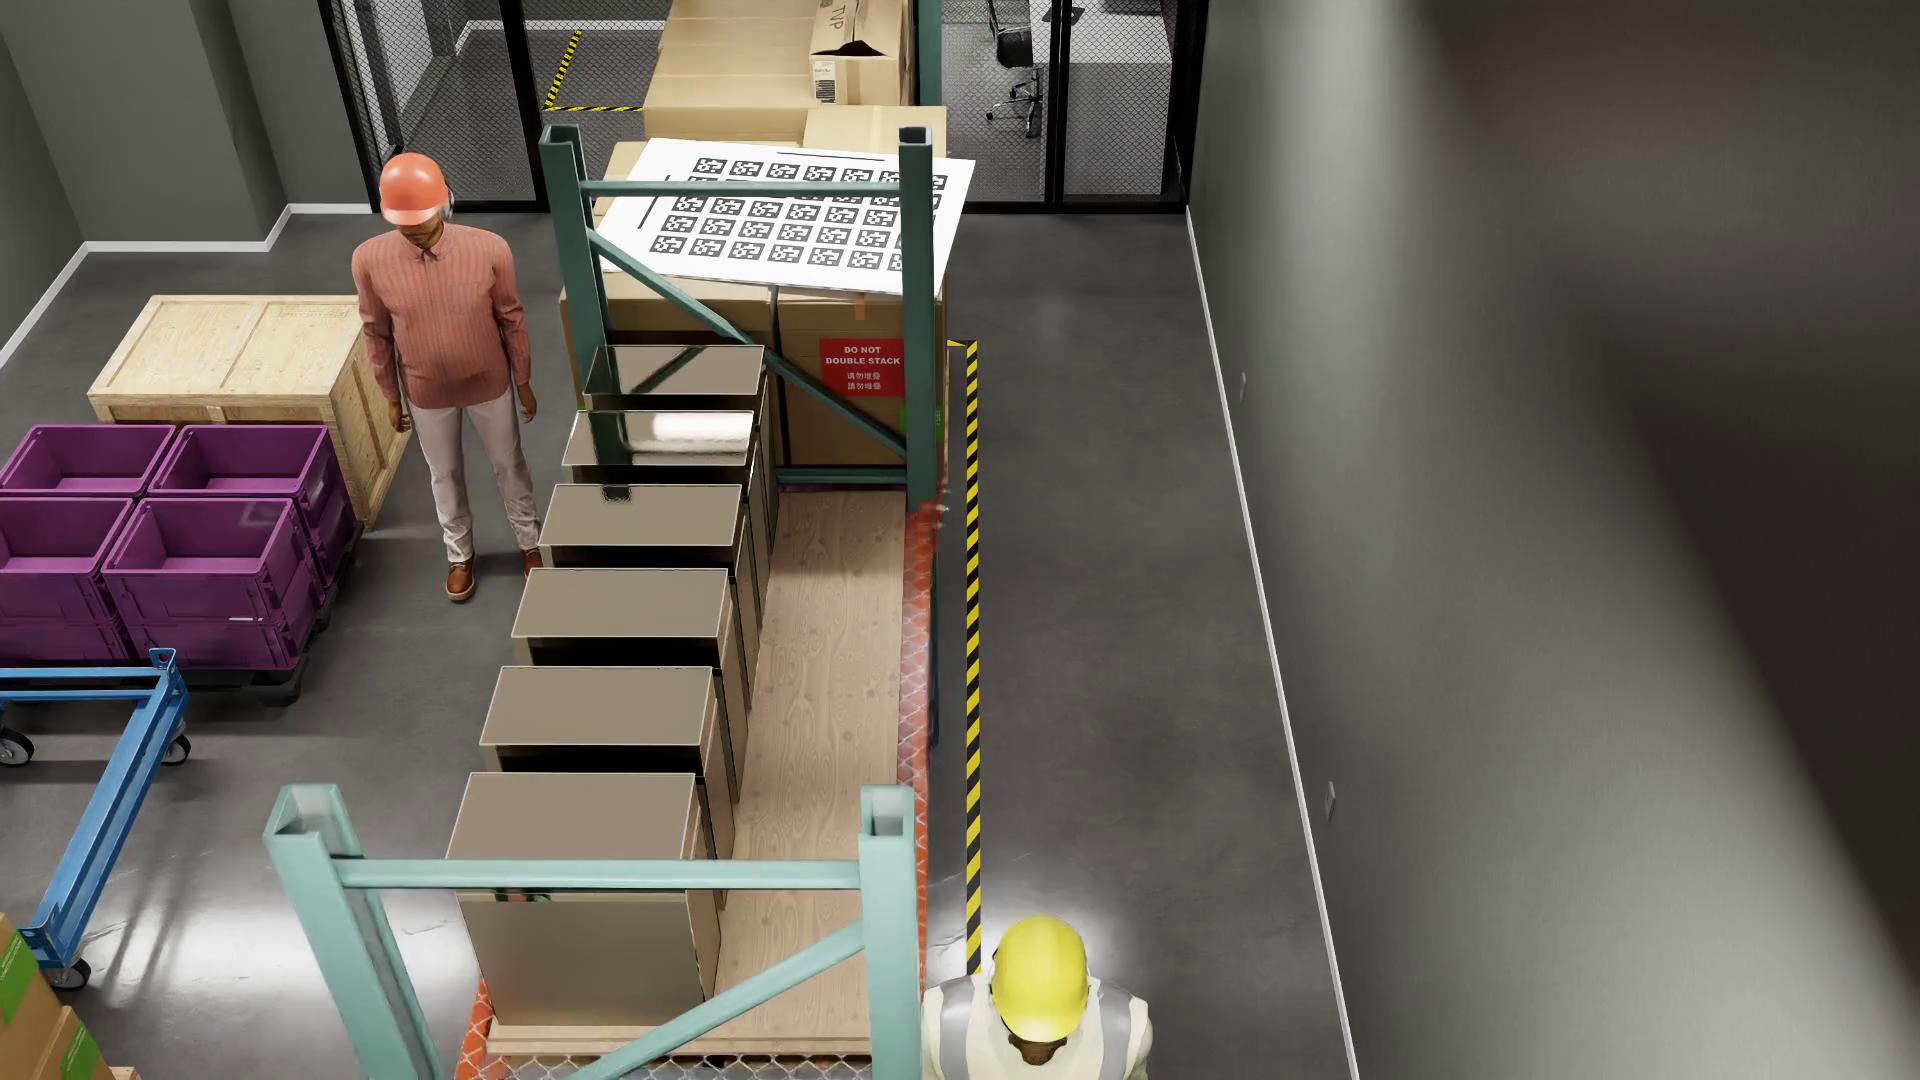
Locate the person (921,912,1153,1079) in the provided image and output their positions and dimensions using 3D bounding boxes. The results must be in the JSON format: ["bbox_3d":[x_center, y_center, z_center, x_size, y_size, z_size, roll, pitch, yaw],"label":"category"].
[{"bbox_3d":[0.165,1.548,4.194,0.590,1.836,0.404,-1,41,-1],"label":"person"}]

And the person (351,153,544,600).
[{"bbox_3d":[-1.978,-0.619,6.553,0.611,1.993,0.378,-10,42,-11],"label":"person"}]
